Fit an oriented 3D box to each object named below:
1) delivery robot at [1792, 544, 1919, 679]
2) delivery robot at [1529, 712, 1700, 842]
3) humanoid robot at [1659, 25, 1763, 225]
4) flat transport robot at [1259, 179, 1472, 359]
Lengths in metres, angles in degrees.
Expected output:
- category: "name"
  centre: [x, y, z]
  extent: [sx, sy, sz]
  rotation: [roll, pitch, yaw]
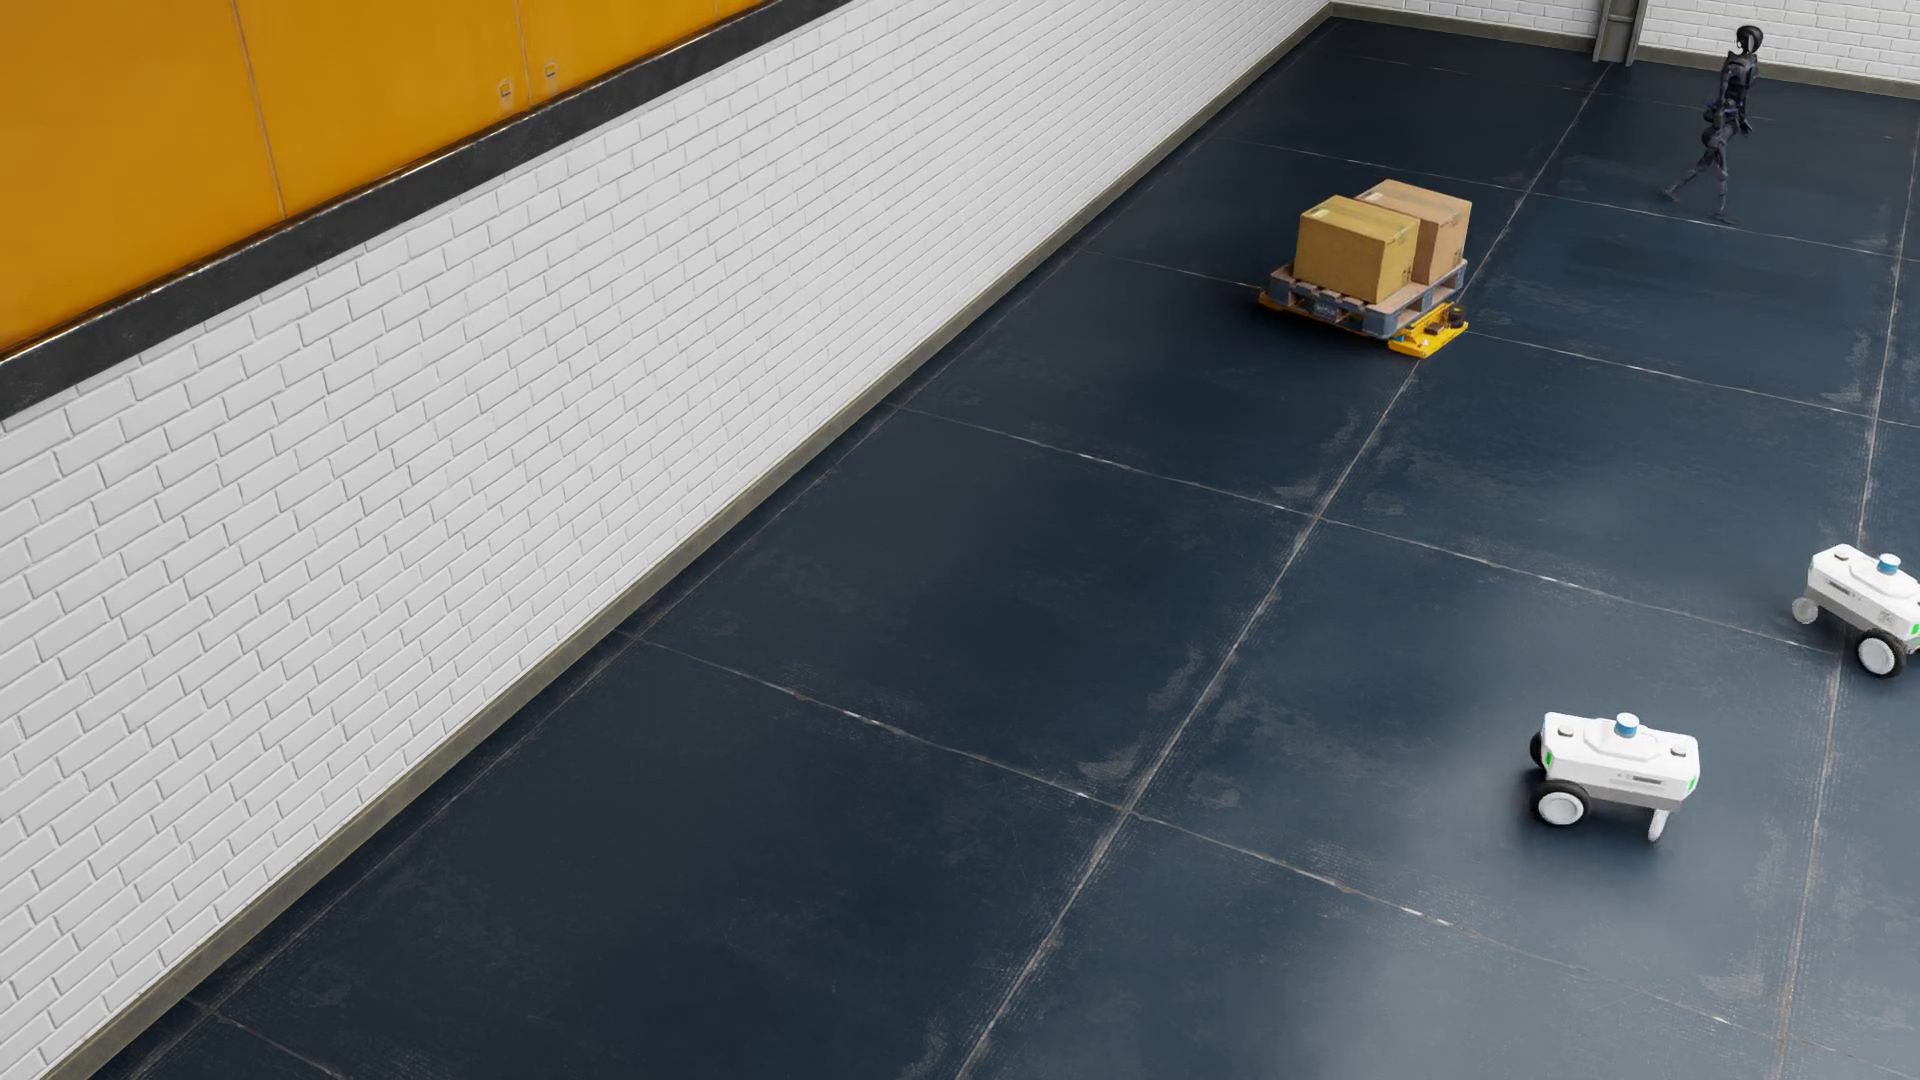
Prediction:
- category: "delivery robot"
  centre: [5.072, 0.376, 9.180]
  extent: [0.499, 0.614, 0.791]
  rotation: [-17, 38, -24]
- category: "delivery robot"
  centre: [3.142, 1.110, 8.087]
  extent: [0.786, 0.614, 0.523]
  rotation: [9, 35, 13]
- category: "humanoid robot"
  centre: [6.425, -3.531, 14.031]
  extent: [0.791, 1.645, 0.593]
  rotation: [29, 43, 36]
- category: "flat transport robot"
  centre: [3.053, -1.769, 12.609]
  extent: [1.431, 0.231, 0.659]
  rotation: [26, 42, 33]
